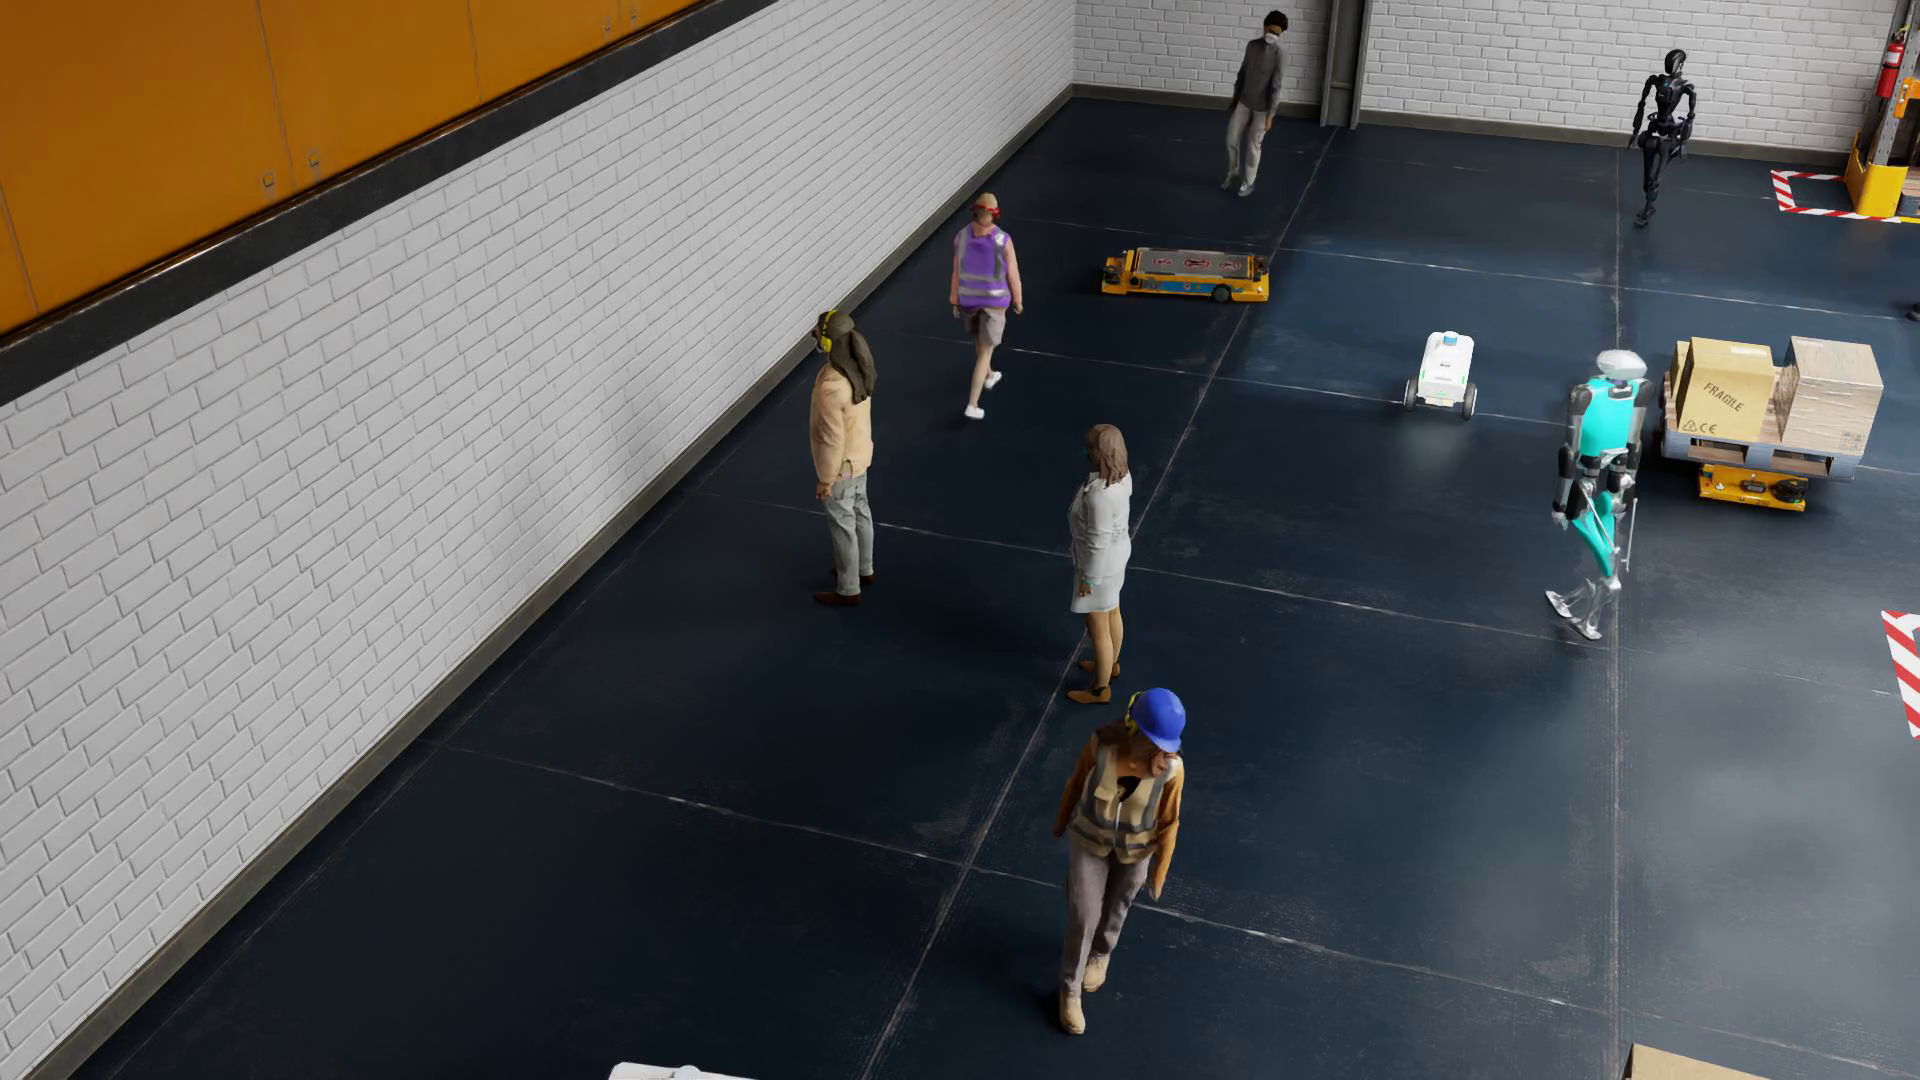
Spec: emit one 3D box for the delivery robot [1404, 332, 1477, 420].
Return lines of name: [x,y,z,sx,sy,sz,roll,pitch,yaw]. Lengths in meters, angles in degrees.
delivery robot: [3.650,-1.285,12.501,0.499,0.566,0.739,10,32,16]

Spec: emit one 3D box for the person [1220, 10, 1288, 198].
person: [2.896,-4.277,16.324,0.624,1.862,0.418,25,39,36]

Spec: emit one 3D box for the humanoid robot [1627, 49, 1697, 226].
humanoid robot: [6.616,-3.820,15.745,0.614,1.636,0.616,-24,38,-34]

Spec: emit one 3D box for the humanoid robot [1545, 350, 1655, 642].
humanoid robot: [3.704,-0.157,9.455,0.549,1.787,0.864,-10,32,-16]

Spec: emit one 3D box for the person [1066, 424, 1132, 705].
person: [0.746,0.127,9.032,0.336,1.659,0.498,10,32,16]

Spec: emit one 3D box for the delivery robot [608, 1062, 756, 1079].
delivery robot: [-1.009,2.293,6.454,0.790,0.606,0.499,5,31,8]

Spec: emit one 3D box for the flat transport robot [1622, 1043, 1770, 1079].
flat transport robot: [2.607,2.838,5.798,1.431,0.231,0.659,11,32,19]

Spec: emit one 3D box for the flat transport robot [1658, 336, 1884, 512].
flat transport robot: [5.544,-0.640,11.714,0.659,0.231,1.431,10,32,16]

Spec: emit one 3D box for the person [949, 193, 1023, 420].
person: [0.181,-1.737,12.217,0.493,1.643,0.924,12,32,19]

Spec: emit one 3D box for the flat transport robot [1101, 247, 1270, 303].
flat transport robot: [1.984,-2.325,14.580,1.431,0.231,0.659,5,31,8]

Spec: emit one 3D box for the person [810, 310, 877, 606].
person: [-0.678,-0.474,9.848,0.395,1.875,0.567,10,32,16]

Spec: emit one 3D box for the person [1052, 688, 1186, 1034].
person: [0.635,1.310,6.950,0.533,1.718,0.632,4,31,7]

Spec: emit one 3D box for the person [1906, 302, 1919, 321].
person: [8.159,-2.696,13.601,0.415,1.916,0.564,17,35,27]
